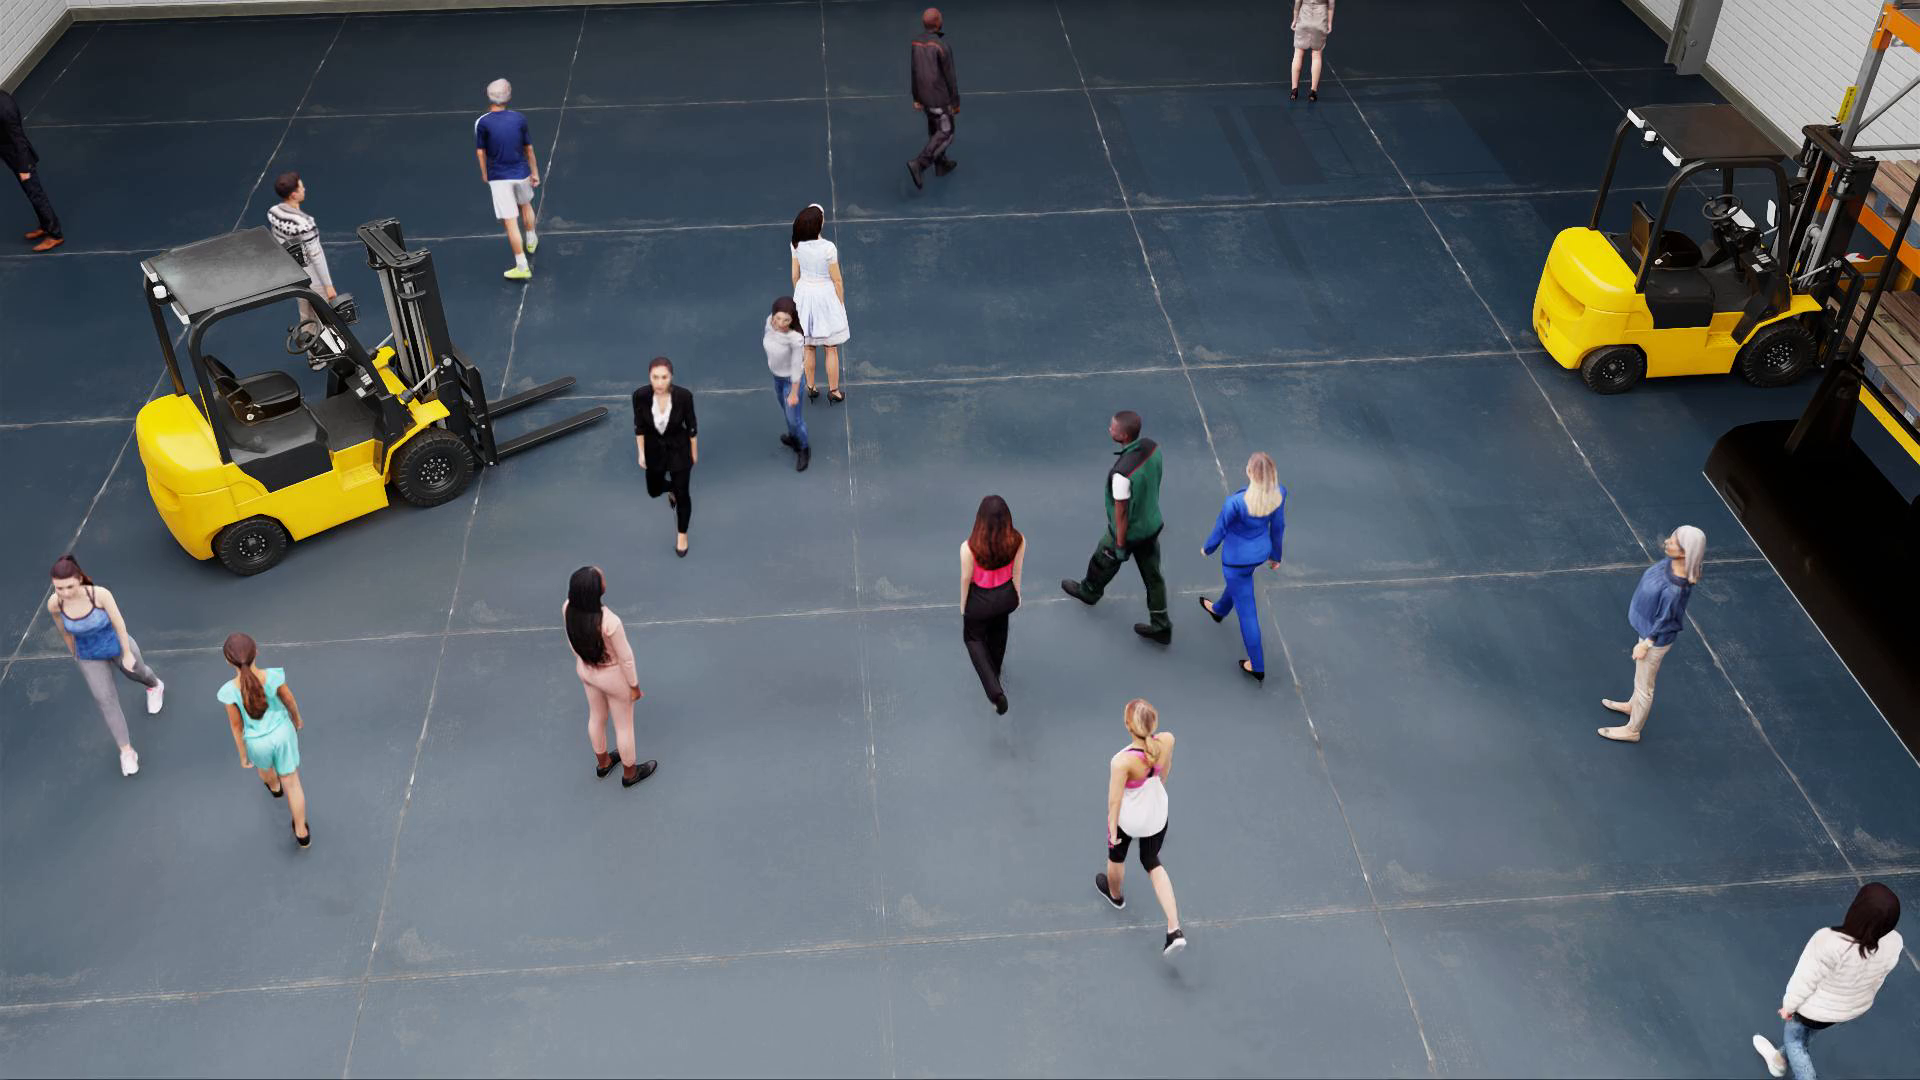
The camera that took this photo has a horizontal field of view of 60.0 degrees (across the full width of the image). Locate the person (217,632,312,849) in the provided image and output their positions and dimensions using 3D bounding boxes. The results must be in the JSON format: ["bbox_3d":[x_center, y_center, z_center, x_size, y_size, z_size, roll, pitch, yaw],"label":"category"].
[{"bbox_3d":[-4.129,1.238,9.986,0.821,1.525,1.039,-20,43,-23],"label":"person"}]

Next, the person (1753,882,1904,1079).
[{"bbox_3d":[4.462,2.386,8.472,0.649,1.621,0.954,-5,39,-6],"label":"person"}]

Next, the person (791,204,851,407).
[{"bbox_3d":[-1.170,-1.926,13.715,0.814,1.816,0.851,11,40,13],"label":"person"}]

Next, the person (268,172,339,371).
[{"bbox_3d":[-5.512,-2.232,14.064,0.756,1.860,0.794,24,45,27],"label":"person"}]

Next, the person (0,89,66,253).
[{"bbox_3d":[-8.997,-3.663,15.906,0.834,1.796,0.714,-24,45,-27],"label":"person"}]

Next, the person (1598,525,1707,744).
[{"bbox_3d":[4.465,0.590,10.660,0.758,1.697,0.647,14,41,17],"label":"person"}]

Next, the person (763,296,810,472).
[{"bbox_3d":[-1.350,-1.301,13.103,0.866,1.604,0.686,-14,41,-17],"label":"person"}]

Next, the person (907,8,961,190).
[{"bbox_3d":[-0.305,-4.472,16.914,1.110,1.803,1.155,29,47,31],"label":"person"}]

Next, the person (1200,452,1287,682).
[{"bbox_3d":[1.968,0.205,11.178,0.938,1.653,1.209,-20,43,-23],"label":"person"}]

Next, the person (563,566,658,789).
[{"bbox_3d":[-2.201,0.850,10.315,0.702,1.721,0.726,20,43,23],"label":"person"}]

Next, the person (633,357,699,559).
[{"bbox_3d":[-2.148,-0.677,12.288,0.637,1.646,0.862,0,39,0],"label":"person"}]

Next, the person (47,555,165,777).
[{"bbox_3d":[-5.443,0.682,10.648,0.694,1.569,1.107,-9,39,-11],"label":"person"}]

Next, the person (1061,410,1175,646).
[{"bbox_3d":[1.263,-0.033,11.377,1.233,1.775,1.188,26,45,29],"label":"person"}]

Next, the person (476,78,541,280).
[{"bbox_3d":[-4.188,-3.334,15.506,1.002,1.781,1.168,-26,45,-28],"label":"person"}]

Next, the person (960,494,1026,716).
[{"bbox_3d":[0.235,0.446,10.891,0.751,1.634,1.008,-12,40,-15],"label":"person"}]

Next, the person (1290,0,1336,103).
[{"bbox_3d":[3.925,-5.748,18.559,0.668,1.744,0.640,11,40,14],"label":"person"}]

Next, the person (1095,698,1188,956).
[{"bbox_3d":[1.057,1.612,9.323,0.889,1.768,1.144,-20,43,-23],"label":"person"}]
